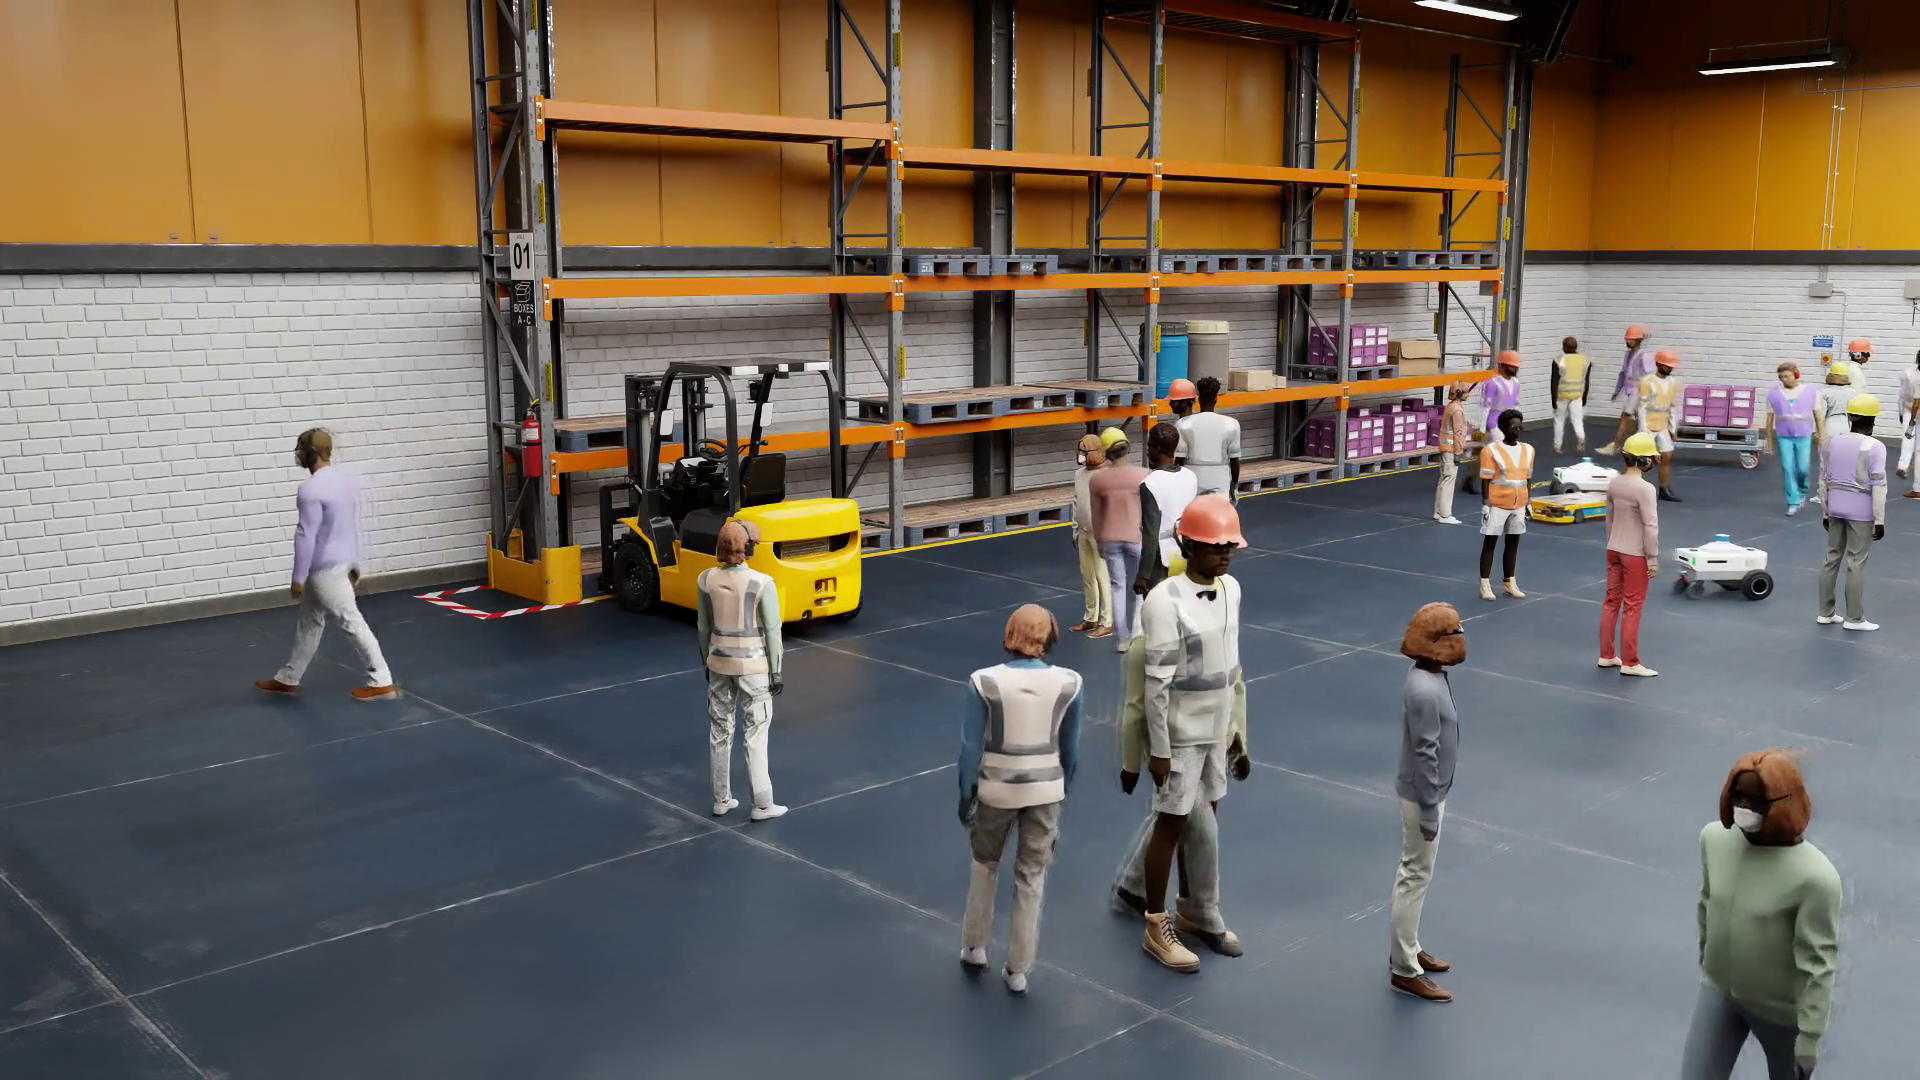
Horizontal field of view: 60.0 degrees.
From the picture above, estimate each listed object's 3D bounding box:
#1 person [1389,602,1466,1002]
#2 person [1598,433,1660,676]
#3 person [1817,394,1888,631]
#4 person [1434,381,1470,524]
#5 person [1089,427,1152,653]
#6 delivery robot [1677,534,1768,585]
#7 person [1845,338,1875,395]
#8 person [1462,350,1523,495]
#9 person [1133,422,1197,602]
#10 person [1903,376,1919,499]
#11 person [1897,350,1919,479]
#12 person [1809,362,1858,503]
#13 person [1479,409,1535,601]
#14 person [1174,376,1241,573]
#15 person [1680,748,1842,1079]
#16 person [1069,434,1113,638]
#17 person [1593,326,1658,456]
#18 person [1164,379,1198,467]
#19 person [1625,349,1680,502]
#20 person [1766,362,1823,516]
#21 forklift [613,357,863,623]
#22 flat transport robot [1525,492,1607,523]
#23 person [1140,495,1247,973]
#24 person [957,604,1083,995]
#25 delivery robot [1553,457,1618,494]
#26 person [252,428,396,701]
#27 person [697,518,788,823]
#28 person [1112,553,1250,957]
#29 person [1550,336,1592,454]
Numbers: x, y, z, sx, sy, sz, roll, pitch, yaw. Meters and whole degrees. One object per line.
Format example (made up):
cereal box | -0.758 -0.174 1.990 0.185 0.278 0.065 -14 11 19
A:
person | 1.930 1.058 6.866 0.272 1.635 0.507 3 10 15
person | 4.883 0.103 12.080 0.309 1.769 0.525 -2 10 -14
person | 7.264 -0.226 13.533 0.362 1.928 0.587 -4 10 -22
person | 5.605 -0.995 18.919 0.319 1.631 0.511 1 10 6
person | 1.252 0.015 12.683 0.568 1.736 0.364 4 10 22
delivery robot | 6.787 0.192 14.827 0.707 0.478 0.477 0 10 -2
person | 11.408 -1.583 21.278 0.384 1.996 0.610 3 10 19
person | 6.728 -1.450 20.876 0.533 1.884 0.959 -9 13 -42
person | 1.390 0.162 11.284 0.381 1.918 0.596 7 12 36
person | 12.101 -1.436 20.794 0.533 1.868 0.310 0 10 -2
person | 13.149 -1.726 22.747 0.625 1.778 0.993 7 12 36
person | 10.737 -1.314 20.440 0.485 1.744 0.294 0 10 -2
person | 4.825 -0.311 14.697 0.535 1.700 0.318 -3 10 -16
person | 2.212 -0.491 14.968 0.614 1.963 0.362 0 10 1
person | 2.455 1.393 5.047 0.875 1.590 0.509 -5 11 -27
person | 1.062 -0.036 13.310 0.280 1.624 0.494 -6 11 -32
person | 10.234 -2.253 25.270 1.098 1.981 0.632 0 10 -1
person | 2.029 -0.496 15.099 0.376 1.934 0.546 -2 10 -12
person | 8.584 -1.403 20.516 0.612 1.921 0.438 -3 10 -19
person | 9.789 -1.191 19.533 0.648 1.803 0.581 6 11 31
forklift | -1.847 -0.414 13.852 1.214 2.155 2.313 -9 13 -42
flat transport robot | 7.150 -0.386 19.308 1.431 0.197 0.652 -6 11 -30
person | 1.031 0.813 7.122 0.395 2.038 0.615 9 13 41
person | 0.239 1.055 6.957 0.533 1.615 0.561 -1 10 -7
delivery robot | 7.697 -0.772 20.470 0.707 0.478 0.477 1 10 6
person | -4.339 0.181 11.289 1.009 1.885 0.647 0 10 -2
person | -1.178 0.703 8.935 0.514 1.641 0.309 4 11 25
person | 0.952 0.903 7.360 0.765 1.811 0.605 9 13 43
person | 9.333 -2.205 25.439 0.632 1.823 0.779 0 10 -1
